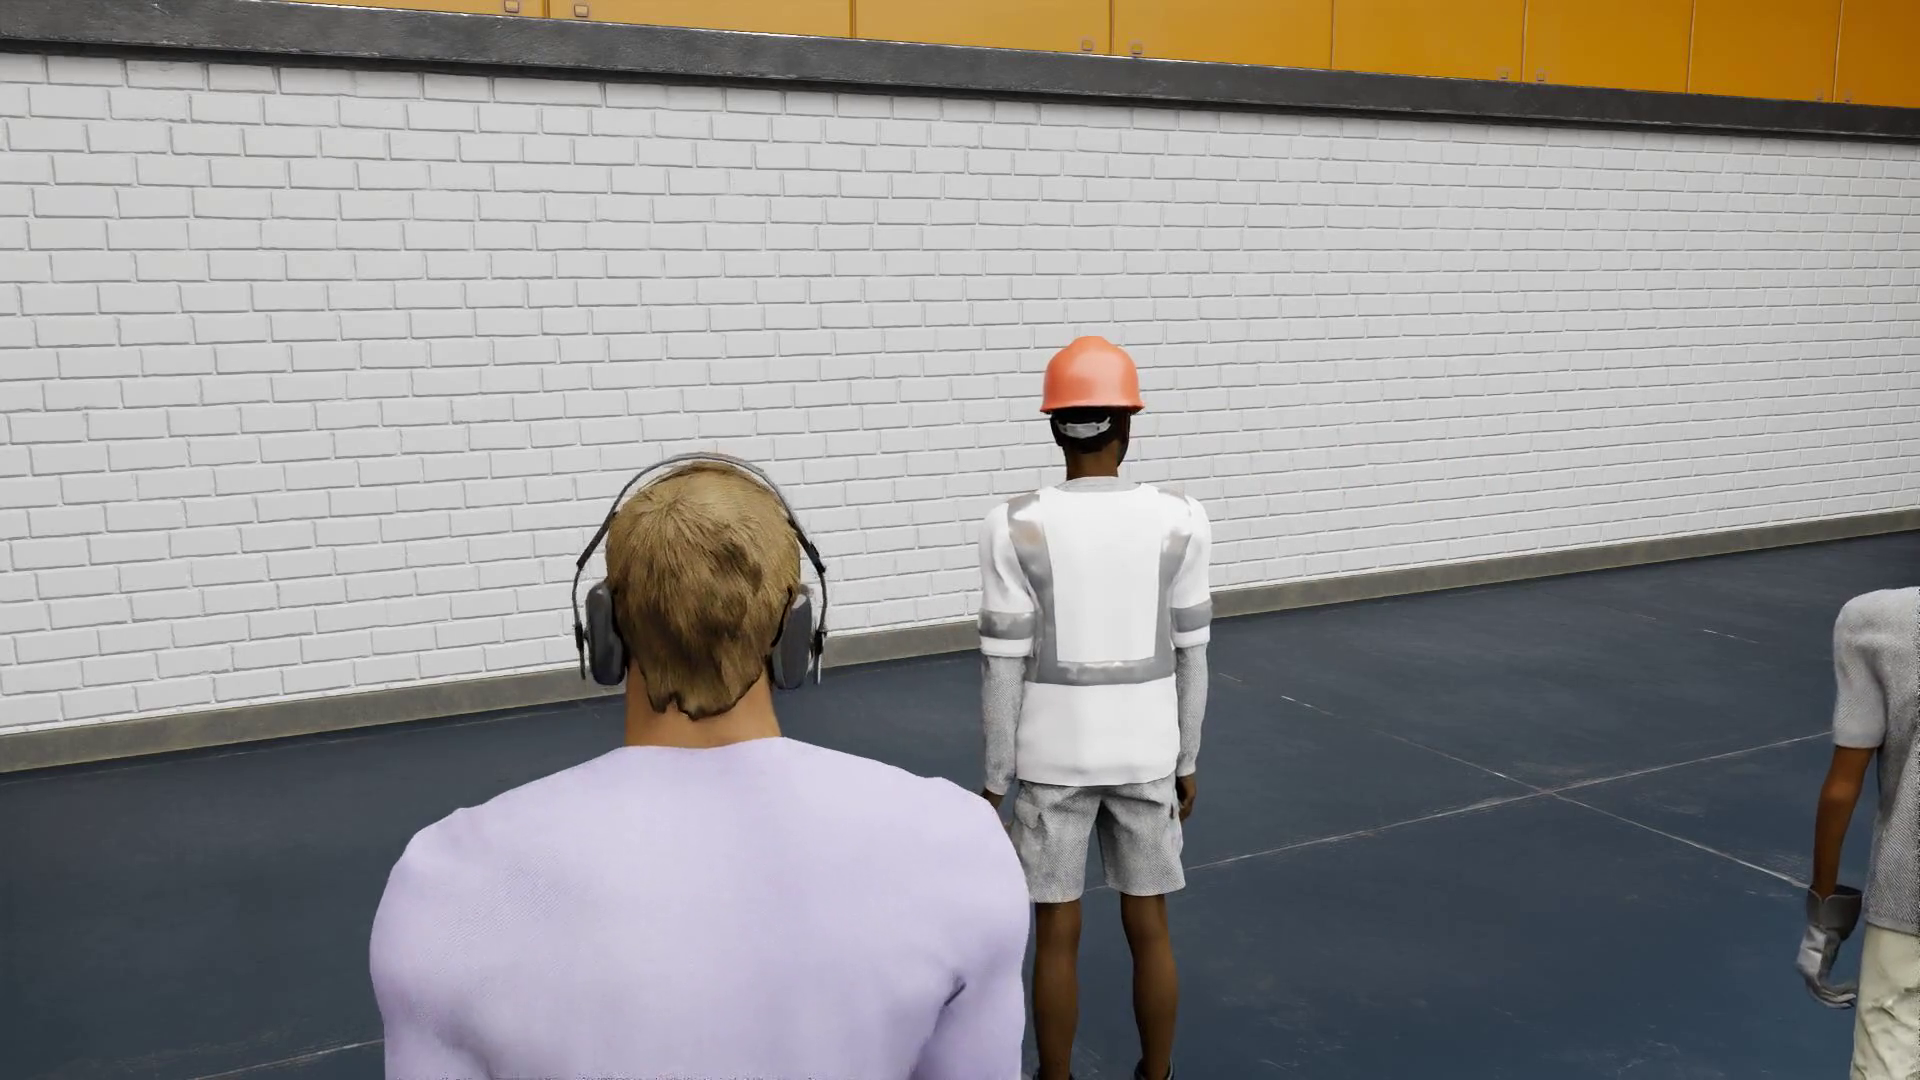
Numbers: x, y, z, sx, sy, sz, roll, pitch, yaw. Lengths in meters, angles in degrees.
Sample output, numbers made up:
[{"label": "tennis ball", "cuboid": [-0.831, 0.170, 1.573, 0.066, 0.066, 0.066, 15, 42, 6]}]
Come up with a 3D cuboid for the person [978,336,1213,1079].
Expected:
[{"label": "person", "cuboid": [0.305, 0.497, 3.894, 0.544, 1.933, 0.376, -1, 10, -7]}]

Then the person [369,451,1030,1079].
[{"label": "person", "cuboid": [-0.239, 0.873, 1.715, 0.632, 1.940, 0.361, -2, 10, -11]}]

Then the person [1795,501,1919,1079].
[{"label": "person", "cuboid": [1.777, 0.701, 2.957, 0.507, 1.855, 0.351, 4, 11, 23]}]
